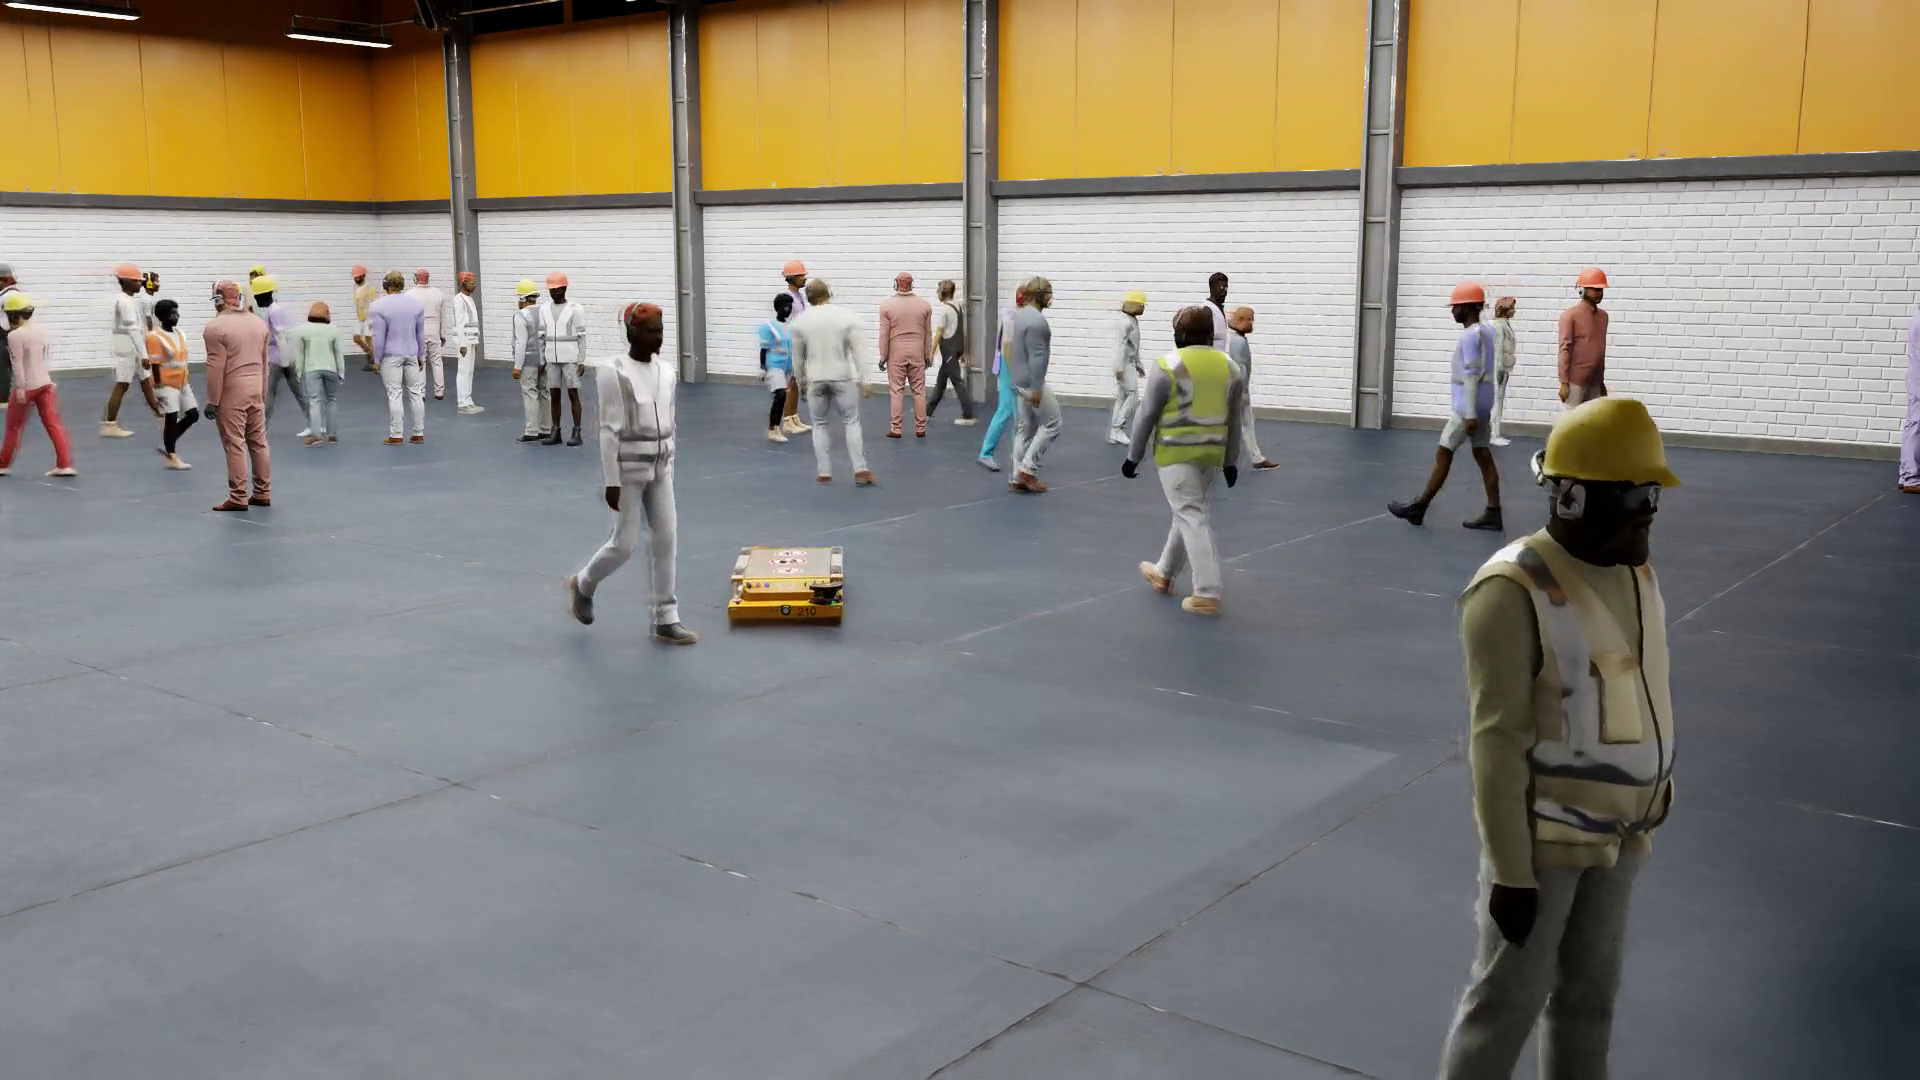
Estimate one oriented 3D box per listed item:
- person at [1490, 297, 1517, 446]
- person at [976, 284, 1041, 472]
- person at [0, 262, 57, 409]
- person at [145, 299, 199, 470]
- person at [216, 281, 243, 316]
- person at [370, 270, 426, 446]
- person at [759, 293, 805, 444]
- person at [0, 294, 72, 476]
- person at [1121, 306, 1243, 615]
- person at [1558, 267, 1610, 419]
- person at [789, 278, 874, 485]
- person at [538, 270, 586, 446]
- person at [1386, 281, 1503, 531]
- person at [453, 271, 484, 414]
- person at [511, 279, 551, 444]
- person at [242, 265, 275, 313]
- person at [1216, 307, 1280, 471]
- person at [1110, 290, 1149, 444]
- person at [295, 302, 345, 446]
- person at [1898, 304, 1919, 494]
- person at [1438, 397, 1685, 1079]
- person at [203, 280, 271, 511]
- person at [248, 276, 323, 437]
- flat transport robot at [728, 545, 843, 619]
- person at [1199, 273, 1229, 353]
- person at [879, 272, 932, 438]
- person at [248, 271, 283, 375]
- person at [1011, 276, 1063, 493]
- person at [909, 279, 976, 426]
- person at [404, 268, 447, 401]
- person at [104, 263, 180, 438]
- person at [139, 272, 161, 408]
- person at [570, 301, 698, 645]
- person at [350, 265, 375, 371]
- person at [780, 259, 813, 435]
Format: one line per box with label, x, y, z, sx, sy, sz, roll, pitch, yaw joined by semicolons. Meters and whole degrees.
person;6.001;-1.869;18.450;0.308;1.641;0.516;4;11;22
person;0.492;-1.586;16.284;0.535;1.821;0.768;4;11;24
person;-12.978;-2.820;22.823;0.855;2.000;0.686;-6;11;-30
person;-7.703;-1.513;16.250;0.373;1.679;0.547;2;10;10
person;-9.128;-2.373;21.011;0.525;1.772;0.306;3;10;18
person;-6.201;-2.007;18.382;0.370;1.940;0.627;9;13;43
person;-1.963;-1.908;18.538;0.577;1.673;0.525;7;12;37
person;-8.877;-1.442;15.714;0.875;1.727;0.546;1;10;6
person;1.315;-0.495;9.983;0.641;1.789;0.946;-6;11;-31
person;5.577;-1.429;14.857;0.621;1.992;0.397;-6;12;-33
person;-1.197;-1.433;15.209;0.733;1.895;0.381;0;10;2
person;-4.398;-1.995;18.325;0.551;1.932;0.378;2;10;14
person;3.798;-1.027;12.798;0.935;1.893;0.576;6;11;30
person;-6.553;-2.619;22.105;0.337;1.882;0.585;-1;10;-3
person;-4.799;-1.991;18.594;0.403;1.834;0.589;4;11;22
person;-12.085;-3.786;28.773;0.594;1.926;0.366;1;10;8
person;2.762;-1.459;16.194;0.603;1.615;0.528;2;10;9
person;1.874;-1.922;18.547;0.445;1.714;0.490;2;10;12
person;-7.090;-1.842;18.458;0.514;1.590;0.616;-4;11;-23
person;8.564;-1.353;14.689;0.407;1.903;0.639;5;11;25
person;1.288;0.611;3.567;0.603;1.826;0.534;-7;12;-36
person;-5.986;-1.187;13.728;0.407;1.902;0.638;3;10;19
person;-7.837;-2.080;19.051;0.991;1.857;0.599;-2;10;-11
flat transport robot;-1.043;0.237;10.168;0.652;0.197;1.431;-1;10;-4
person;2.685;-1.893;17.795;0.397;1.915;0.587;3;10;19
person;-0.636;-2.125;19.162;0.636;1.911;0.405;-3;10;-17
person;-11.946;-3.676;28.440;0.550;1.826;0.964;5;11;27
person;0.657;-1.350;14.612;0.461;1.917;0.653;-1;10;-9
person;-0.200;-2.304;20.526;0.951;1.792;0.535;4;11;24
person;-7.749;-2.967;24.065;0.651;1.907;0.409;-9;13;-42
person;-9.468;-2.178;19.221;1.022;1.992;0.640;-5;11;-29
person;-11.108;-2.750;22.922;0.328;1.868;0.514;-5;11;-27
person;-1.790;-0.365;9.062;0.759;1.861;0.585;7;12;36
person;-10.765;-3.994;30.021;0.586;1.912;0.477;7;12;34
person;-1.935;-2.269;19.595;0.361;2.047;0.614;2;10;13
